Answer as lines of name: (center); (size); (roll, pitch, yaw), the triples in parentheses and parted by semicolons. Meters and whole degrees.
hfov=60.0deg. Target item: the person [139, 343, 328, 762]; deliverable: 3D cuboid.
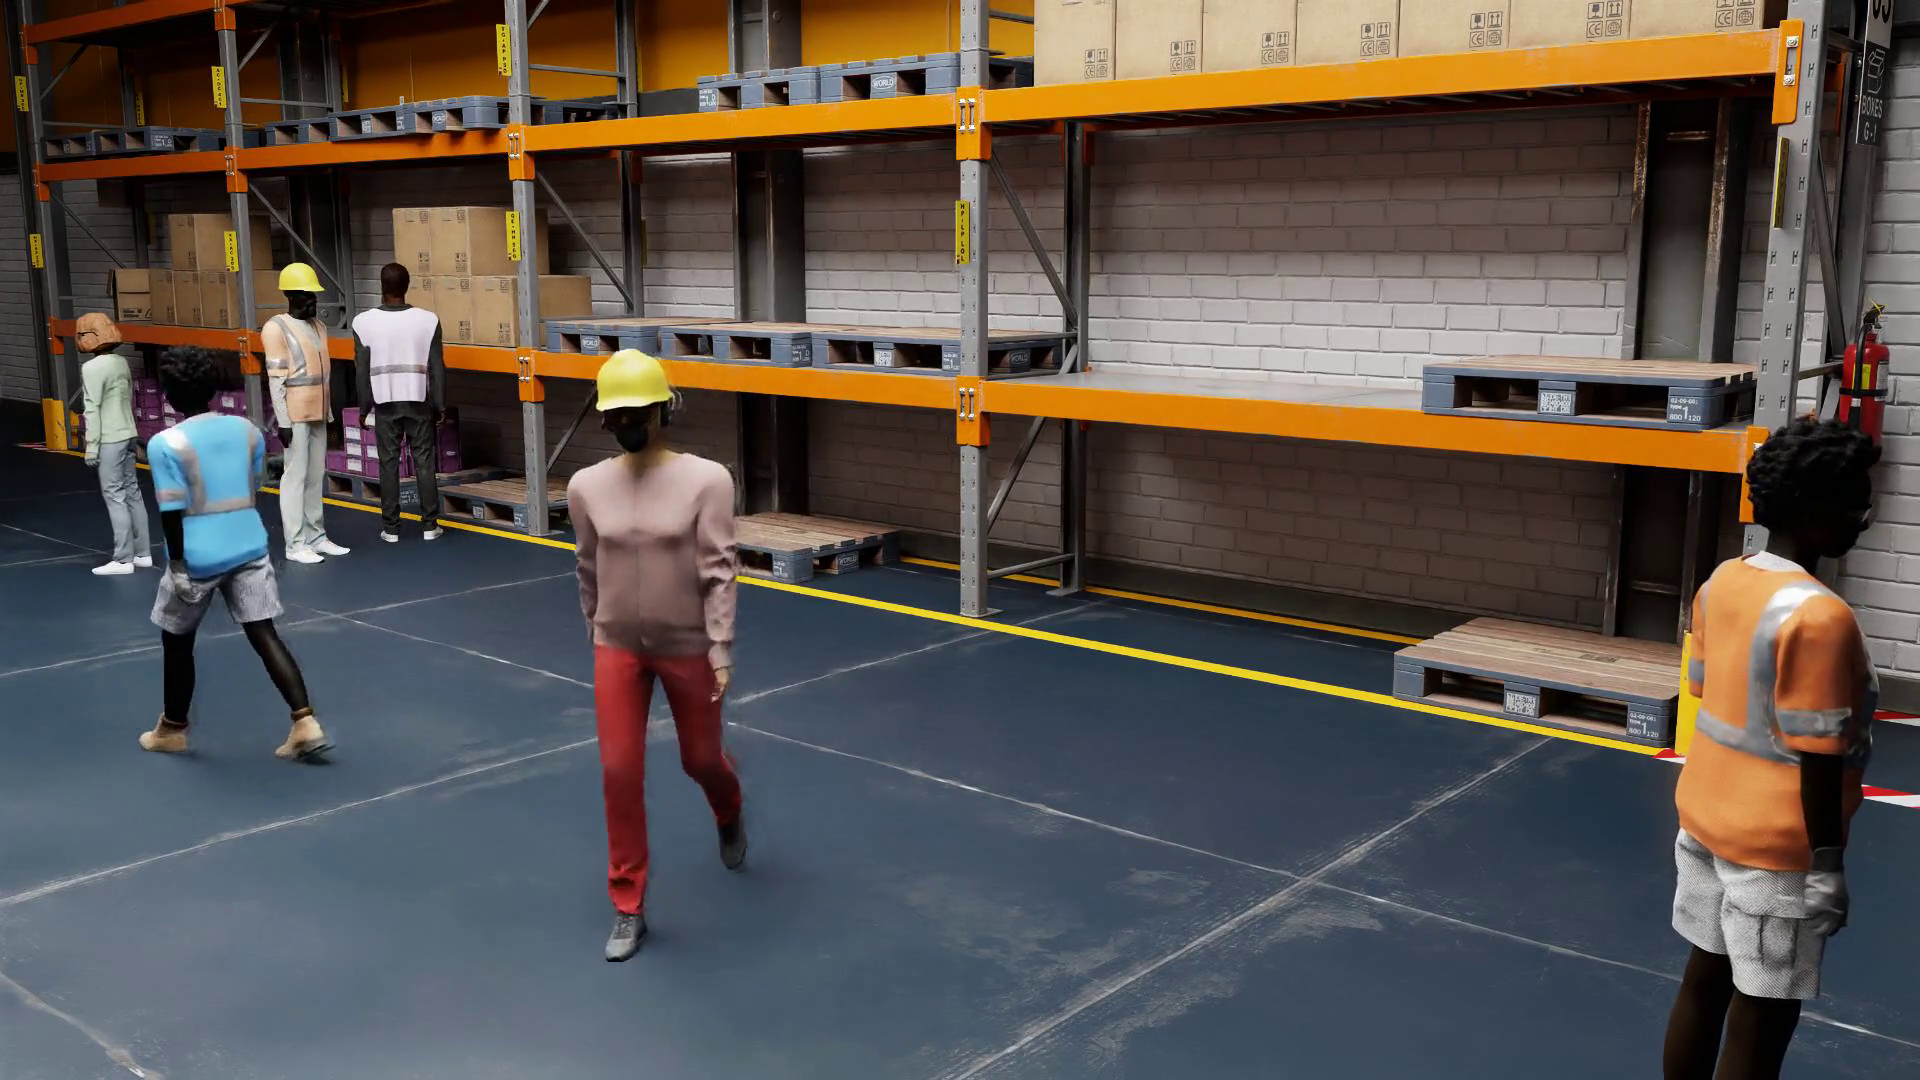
person: (-2.884, 0.060, 6.522); (0.849, 1.660, 0.535); (5, 11, 28)

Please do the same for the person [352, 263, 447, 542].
person: (-3.851, -0.942, 11.485); (0.596, 1.920, 0.379); (-3, 11, -19)

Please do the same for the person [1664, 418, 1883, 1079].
person: (1.628, 0.600, 3.350); (0.321, 1.695, 0.529); (0, 10, 2)

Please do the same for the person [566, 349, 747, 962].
person: (-0.885, 0.291, 4.964); (0.518, 1.741, 0.746); (1, 10, 5)

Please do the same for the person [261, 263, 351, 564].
person: (-4.231, -0.818, 10.762); (0.368, 1.927, 0.589); (2, 10, 10)

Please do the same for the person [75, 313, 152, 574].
person: (-5.297, -0.599, 10.382); (0.291, 1.623, 0.494); (-1, 10, -3)
